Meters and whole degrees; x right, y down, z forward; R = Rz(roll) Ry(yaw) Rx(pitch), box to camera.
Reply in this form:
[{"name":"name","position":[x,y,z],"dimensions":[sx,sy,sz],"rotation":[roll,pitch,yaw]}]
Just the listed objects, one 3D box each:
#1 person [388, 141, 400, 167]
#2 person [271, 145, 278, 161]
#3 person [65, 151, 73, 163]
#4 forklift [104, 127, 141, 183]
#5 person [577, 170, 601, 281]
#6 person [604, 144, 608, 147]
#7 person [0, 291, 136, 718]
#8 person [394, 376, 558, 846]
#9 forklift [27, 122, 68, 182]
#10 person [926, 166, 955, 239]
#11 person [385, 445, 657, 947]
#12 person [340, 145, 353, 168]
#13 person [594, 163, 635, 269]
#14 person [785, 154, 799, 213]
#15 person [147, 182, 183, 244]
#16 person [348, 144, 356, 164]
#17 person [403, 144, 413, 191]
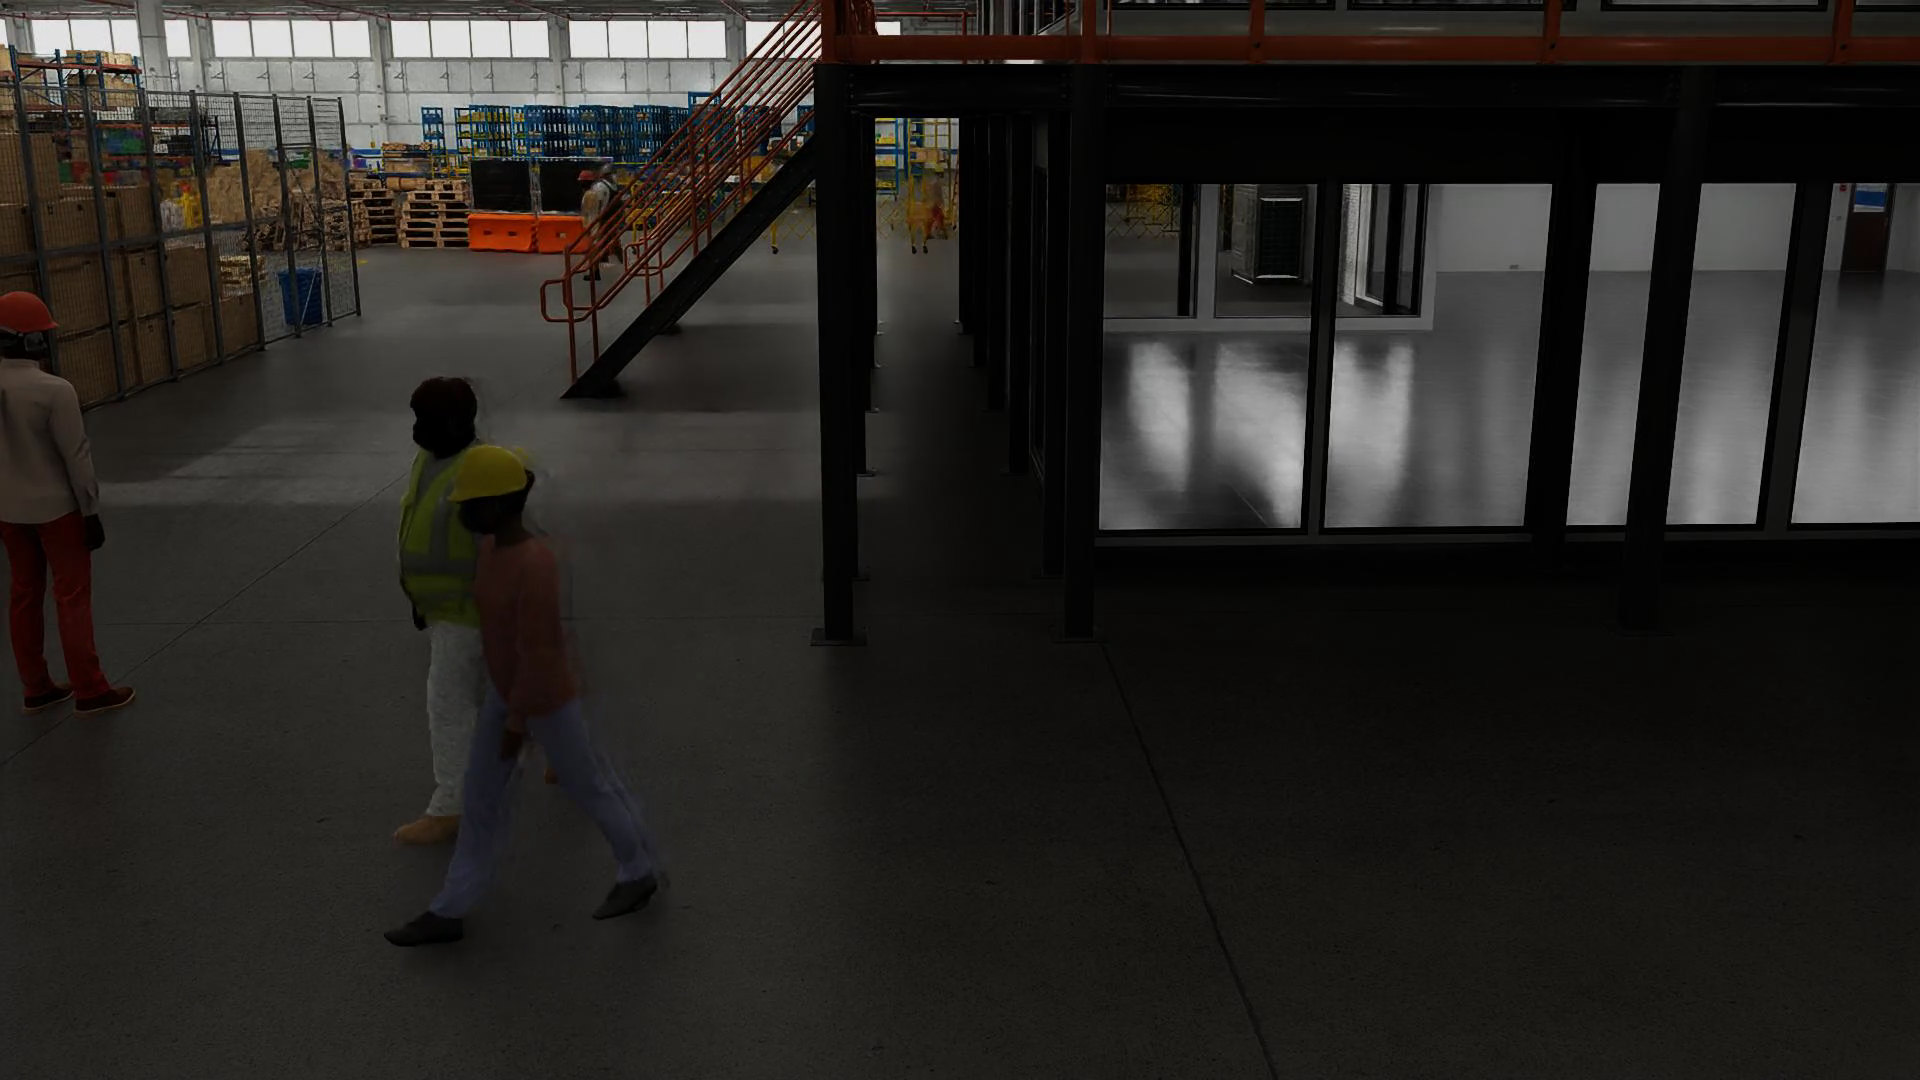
[{"name":"person","position":[-28.197,-18.885,82.845],"dimensions":[0.642,1.878,0.810],"rotation":[-11,18,-38]},{"name":"person","position":[-34.582,-19.138,84.226],"dimensions":[0.917,1.707,0.565],"rotation":[9,17,32]},{"name":"person","position":[-35.664,-14.702,66.522],"dimensions":[0.635,1.684,0.540],"rotation":[-2,14,-10]},{"name":"forklift","position":[-37.969,-17.462,75.127],"dimensions":[1.129,2.768,1.873],"rotation":[-1,14,-2]},{"name":"person","position":[-6.587,-5.586,29.569],"dimensions":[0.361,1.939,0.542],"rotation":[-2,14,-8]},{"name":"person","position":[-18.799,-20.190,88.145],"dimensions":[0.404,1.836,0.599],"rotation":[-6,15,-23]},{"name":"person","position":[-4.252,-0.148,7.721],"dimensions":[0.609,1.995,0.376],"rotation":[3,14,13]},{"name":"person","position":[-1.885,0.242,6.534],"dimensions":[0.793,1.815,0.631],"rotation":[-10,17,-34]},{"name":"forklift","position":[-35.376,-14.773,64.377],"dimensions":[1.129,2.768,1.873],"rotation":[-1,14,-2]},{"name":"person","position":[-0.455,-8.116,40.074],"dimensions":[0.845,1.728,0.542],"rotation":[3,14,11]},{"name":"person","position":[-1.466,0.526,5.597],"dimensions":[0.926,1.716,0.539],"rotation":[-12,18,-39]},{"name":"person","position":[-27.430,-16.759,74.447],"dimensions":[0.600,1.827,0.404],"rotation":[2,14,6]},{"name":"person","position":[-6.582,-6.209,31.852],"dimensions":[0.957,2.000,0.710],"rotation":[4,14,14]},{"name":"person","position":[-5.369,-11.106,51.833],"dimensions":[0.690,1.836,0.558],"rotation":[9,16,31]},{"name":"person","position":[-11.741,-4.282,24.396],"dimensions":[0.668,1.928,0.417],"rotation":[1,14,5]},{"name":"person","position":[-29.492,-18.208,80.331],"dimensions":[0.941,1.793,0.653],"rotation":[8,16,28]},{"name":"person","position":[-22.378,-15.065,67.433],"dimensions":[0.397,1.949,0.603],"rotation":[-8,16,-30]}]
